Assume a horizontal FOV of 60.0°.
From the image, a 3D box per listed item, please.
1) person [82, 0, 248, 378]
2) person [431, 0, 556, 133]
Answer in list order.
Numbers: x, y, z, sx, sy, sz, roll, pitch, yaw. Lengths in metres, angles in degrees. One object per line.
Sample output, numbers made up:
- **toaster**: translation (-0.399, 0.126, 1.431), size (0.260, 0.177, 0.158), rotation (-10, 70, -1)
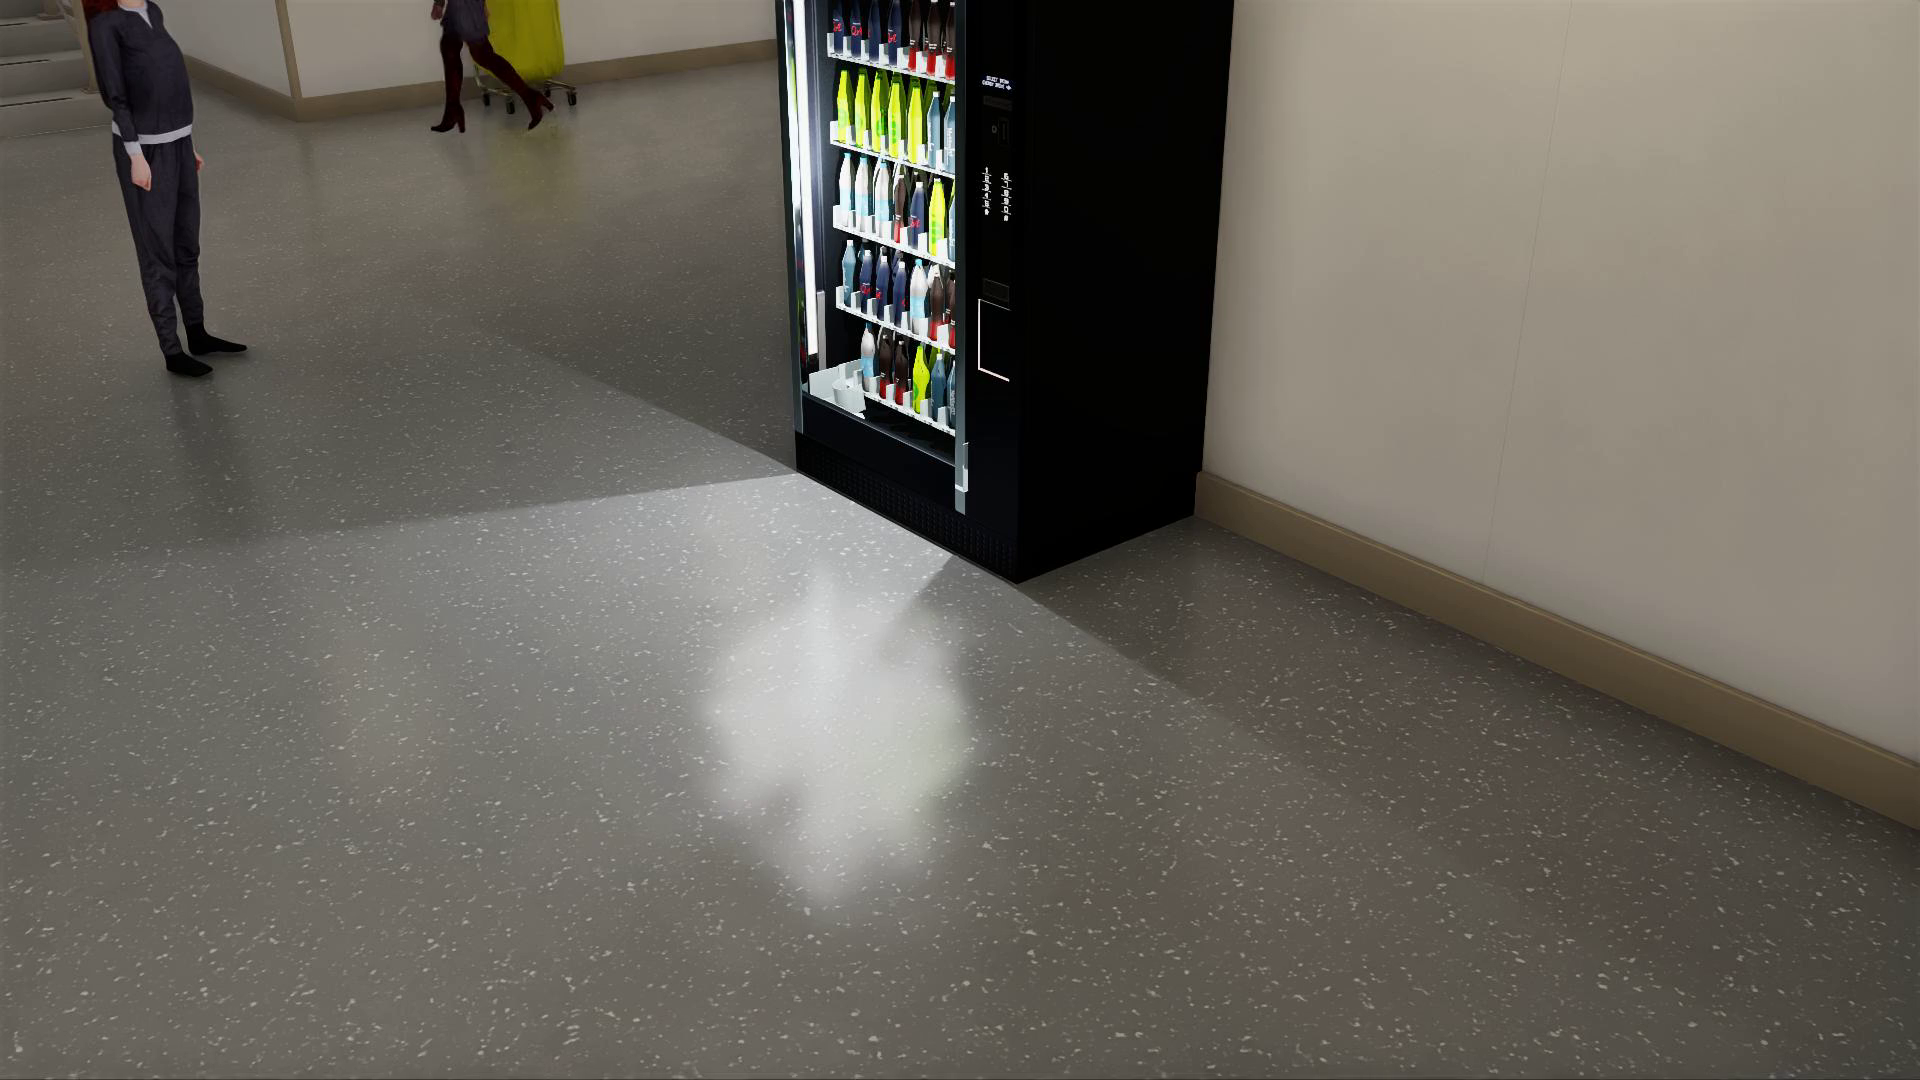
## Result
- **person**: translation (-3.269, -1.566, 6.758), size (0.705, 1.780, 0.649), rotation (3, 26, 6)
- **person**: translation (-3.114, -3.442, 10.769), size (1.069, 1.675, 1.070), rotation (0, 26, -1)
